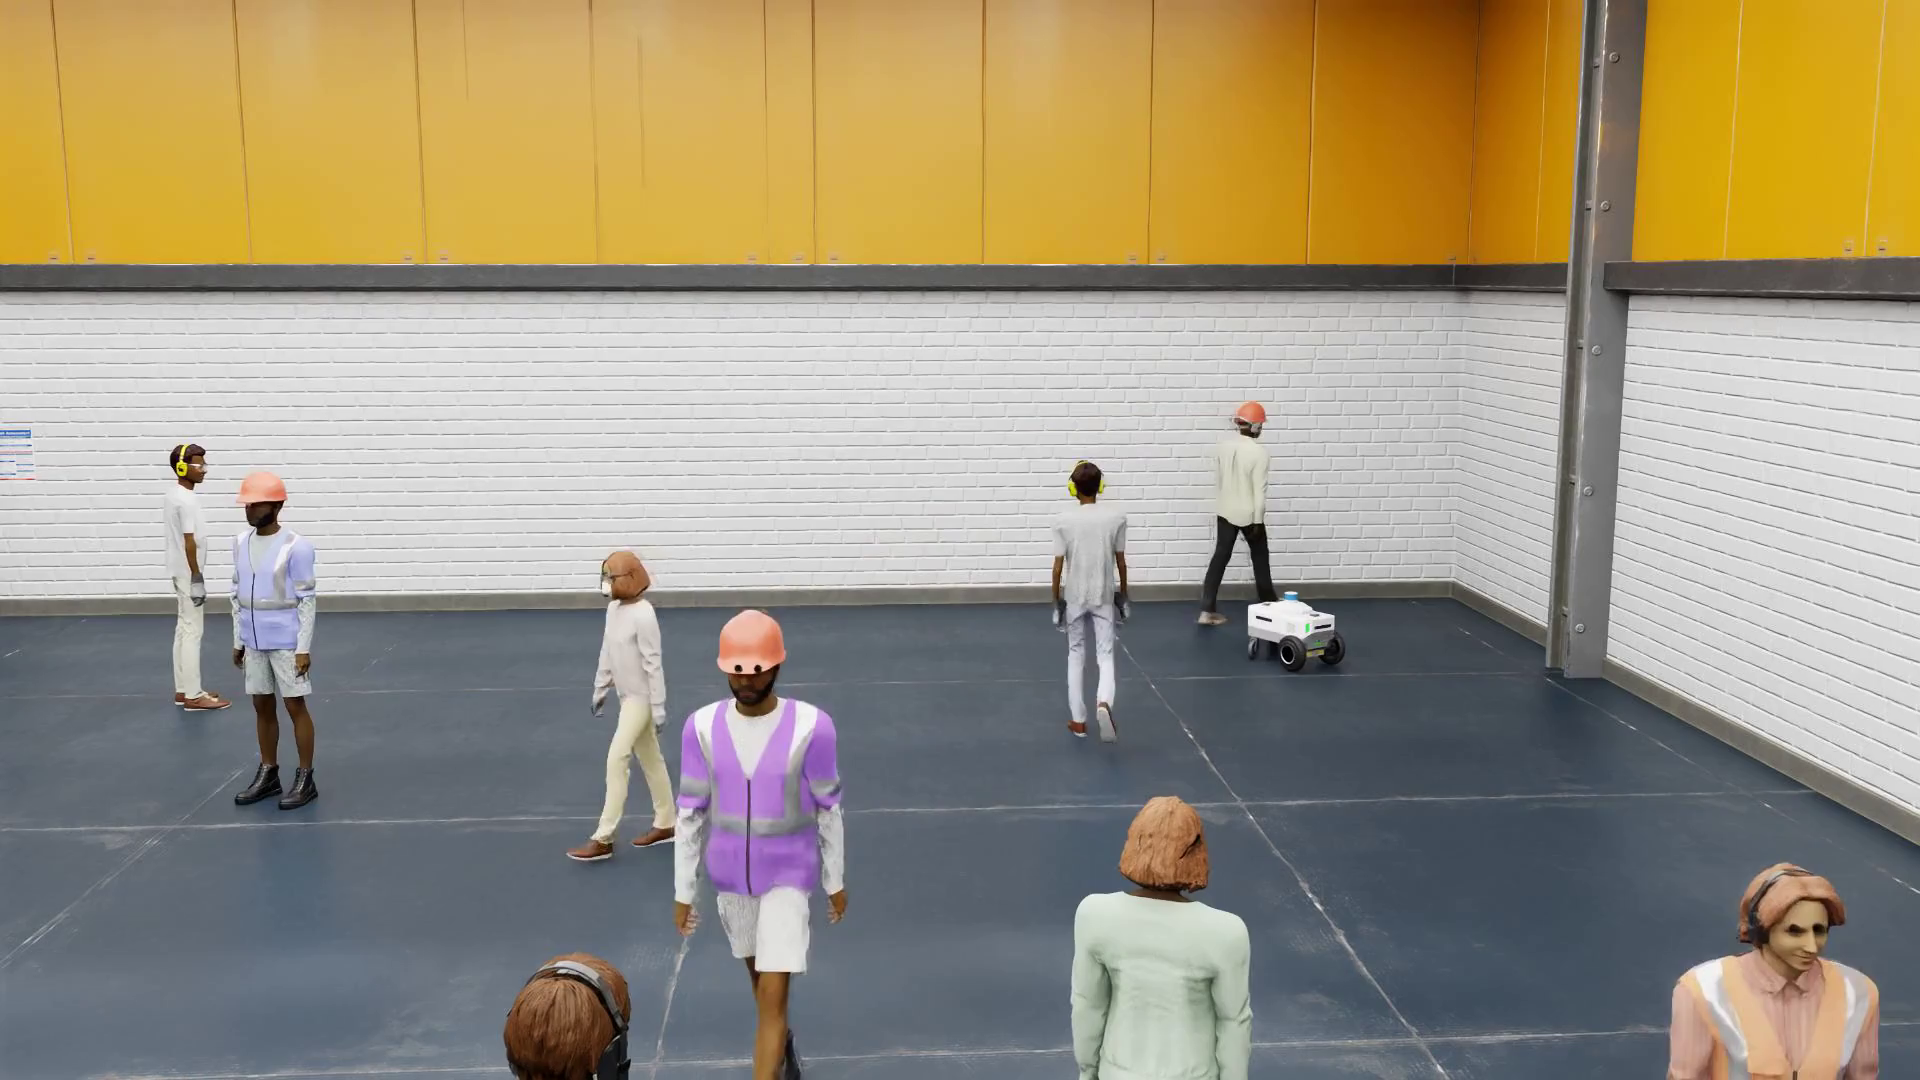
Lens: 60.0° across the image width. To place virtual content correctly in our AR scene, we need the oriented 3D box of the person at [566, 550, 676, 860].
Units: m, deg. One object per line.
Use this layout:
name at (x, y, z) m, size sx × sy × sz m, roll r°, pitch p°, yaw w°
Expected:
person at (-1.806, 0.858, 8.658) m, size 0.739 × 1.603 × 0.530 m, roll -5°, pitch 11°, yaw -30°

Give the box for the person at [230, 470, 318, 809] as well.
person at (-3.925, 0.564, 9.483) m, size 0.545 × 1.942 × 0.351 m, roll 3°, pitch 10°, yaw 18°

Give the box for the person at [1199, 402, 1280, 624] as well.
person at (2.467, -0.234, 14.504) m, size 1.025 × 1.939 × 0.625 m, roll -7°, pitch 12°, yaw -39°

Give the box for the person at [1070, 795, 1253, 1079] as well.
person at (0.548, 1.500, 4.567) m, size 0.501 × 1.633 × 0.285 m, roll 4°, pitch 10°, yaw 23°

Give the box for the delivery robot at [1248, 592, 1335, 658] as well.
delivery robot at (2.584, 0.647, 13.008) m, size 0.477 × 0.478 × 0.707 m, roll -6°, pitch 11°, yaw -33°

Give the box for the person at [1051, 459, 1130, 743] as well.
person at (0.853, 0.408, 10.768) m, size 0.527 × 1.848 × 0.680 m, roll 0°, pitch 9°, yaw -1°

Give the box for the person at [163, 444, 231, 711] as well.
person at (-5.383, 0.258, 11.654) m, size 0.329 × 1.865 × 0.513 m, roll -6°, pitch 11°, yaw -35°

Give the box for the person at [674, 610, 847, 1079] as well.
person at (-0.722, 1.182, 5.750) m, size 0.569 × 1.887 × 0.991 m, roll 2°, pitch 9°, yaw 11°

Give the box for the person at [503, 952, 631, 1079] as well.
person at (-0.679, 1.641, 3.039) m, size 0.626 × 1.844 × 0.429 m, roll 1°, pitch 9°, yaw 6°

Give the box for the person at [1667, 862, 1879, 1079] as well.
person at (1.971, 1.582, 4.077) m, size 0.539 × 1.631 × 0.389 m, roll 1°, pitch 9°, yaw 3°
